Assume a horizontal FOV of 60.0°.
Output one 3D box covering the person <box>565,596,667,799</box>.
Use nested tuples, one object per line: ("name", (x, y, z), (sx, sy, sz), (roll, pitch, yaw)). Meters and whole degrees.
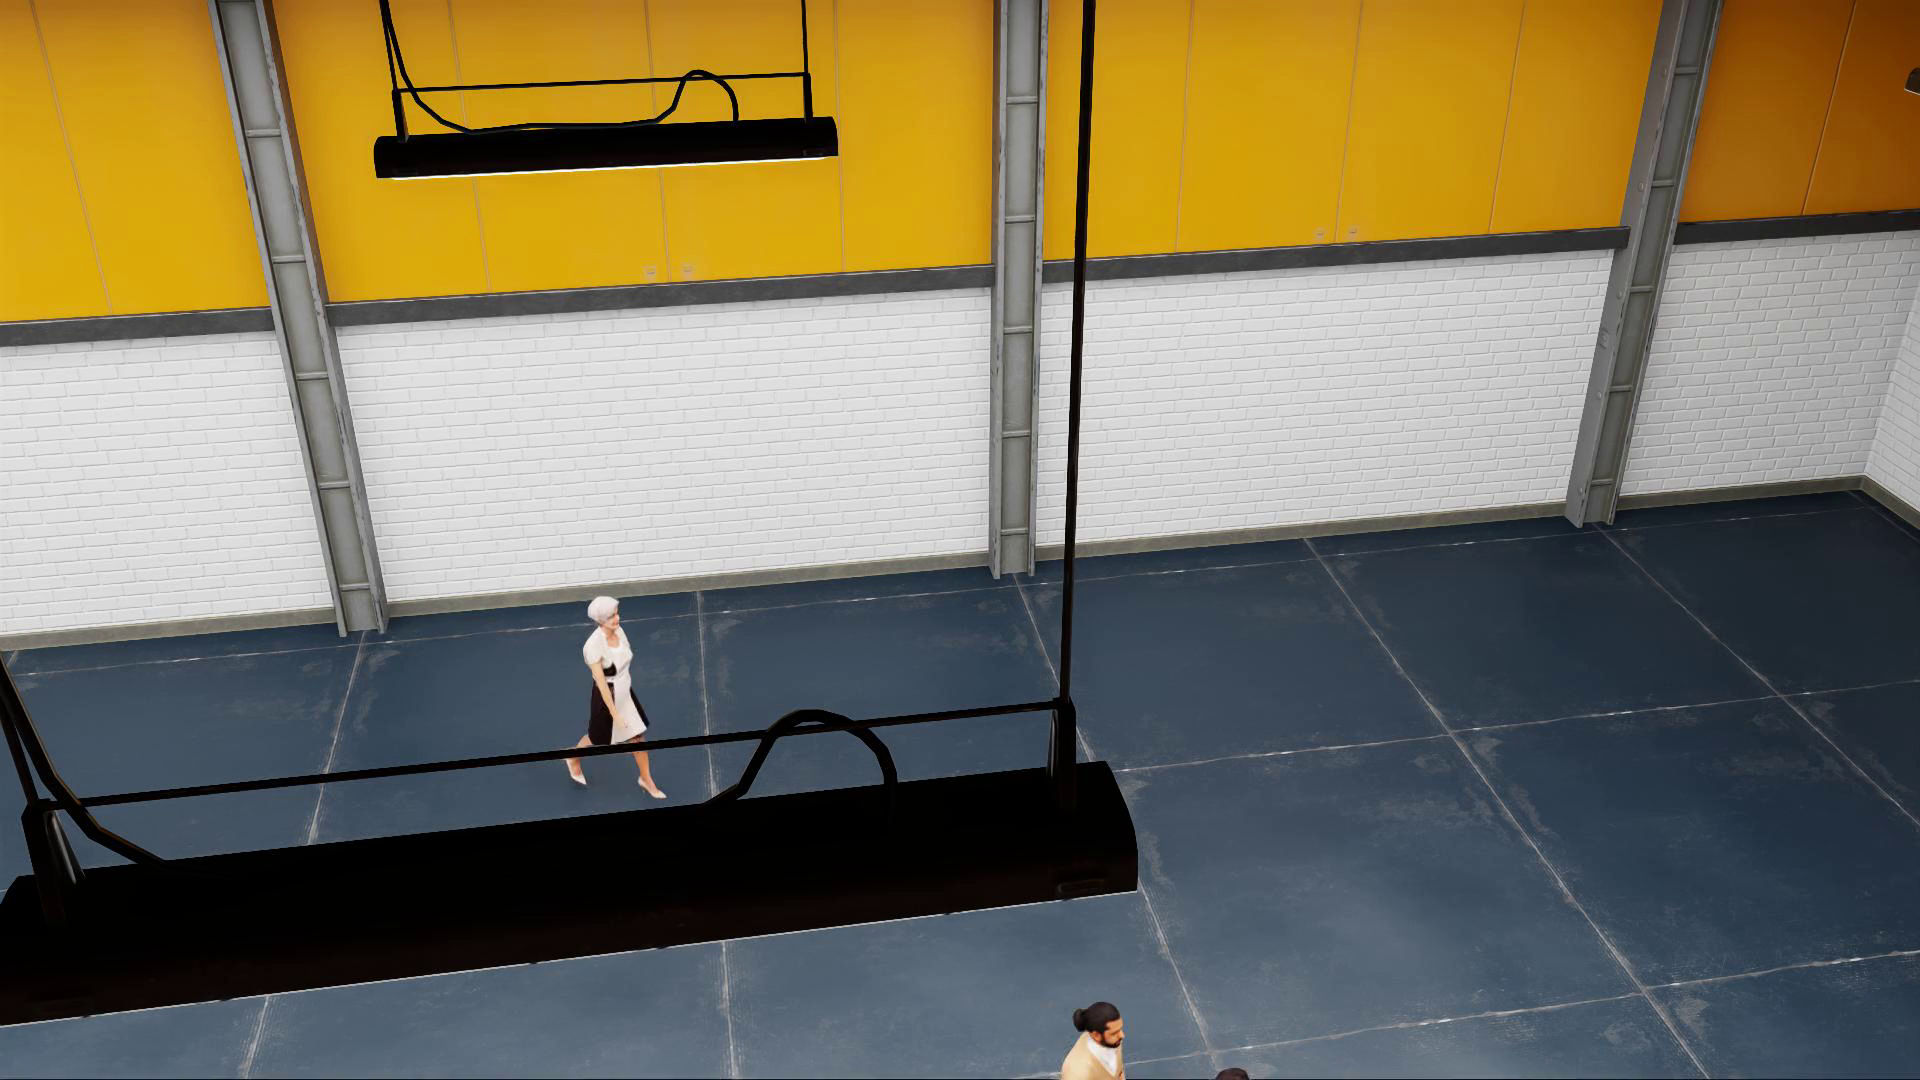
("person", (-2.725, 1.209, 12.550), (1.167, 1.715, 1.013), (13, 31, 22))

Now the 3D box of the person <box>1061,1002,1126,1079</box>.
("person", (0.598, 3.142, 9.014), (1.272, 1.707, 1.119), (14, 31, 23))
